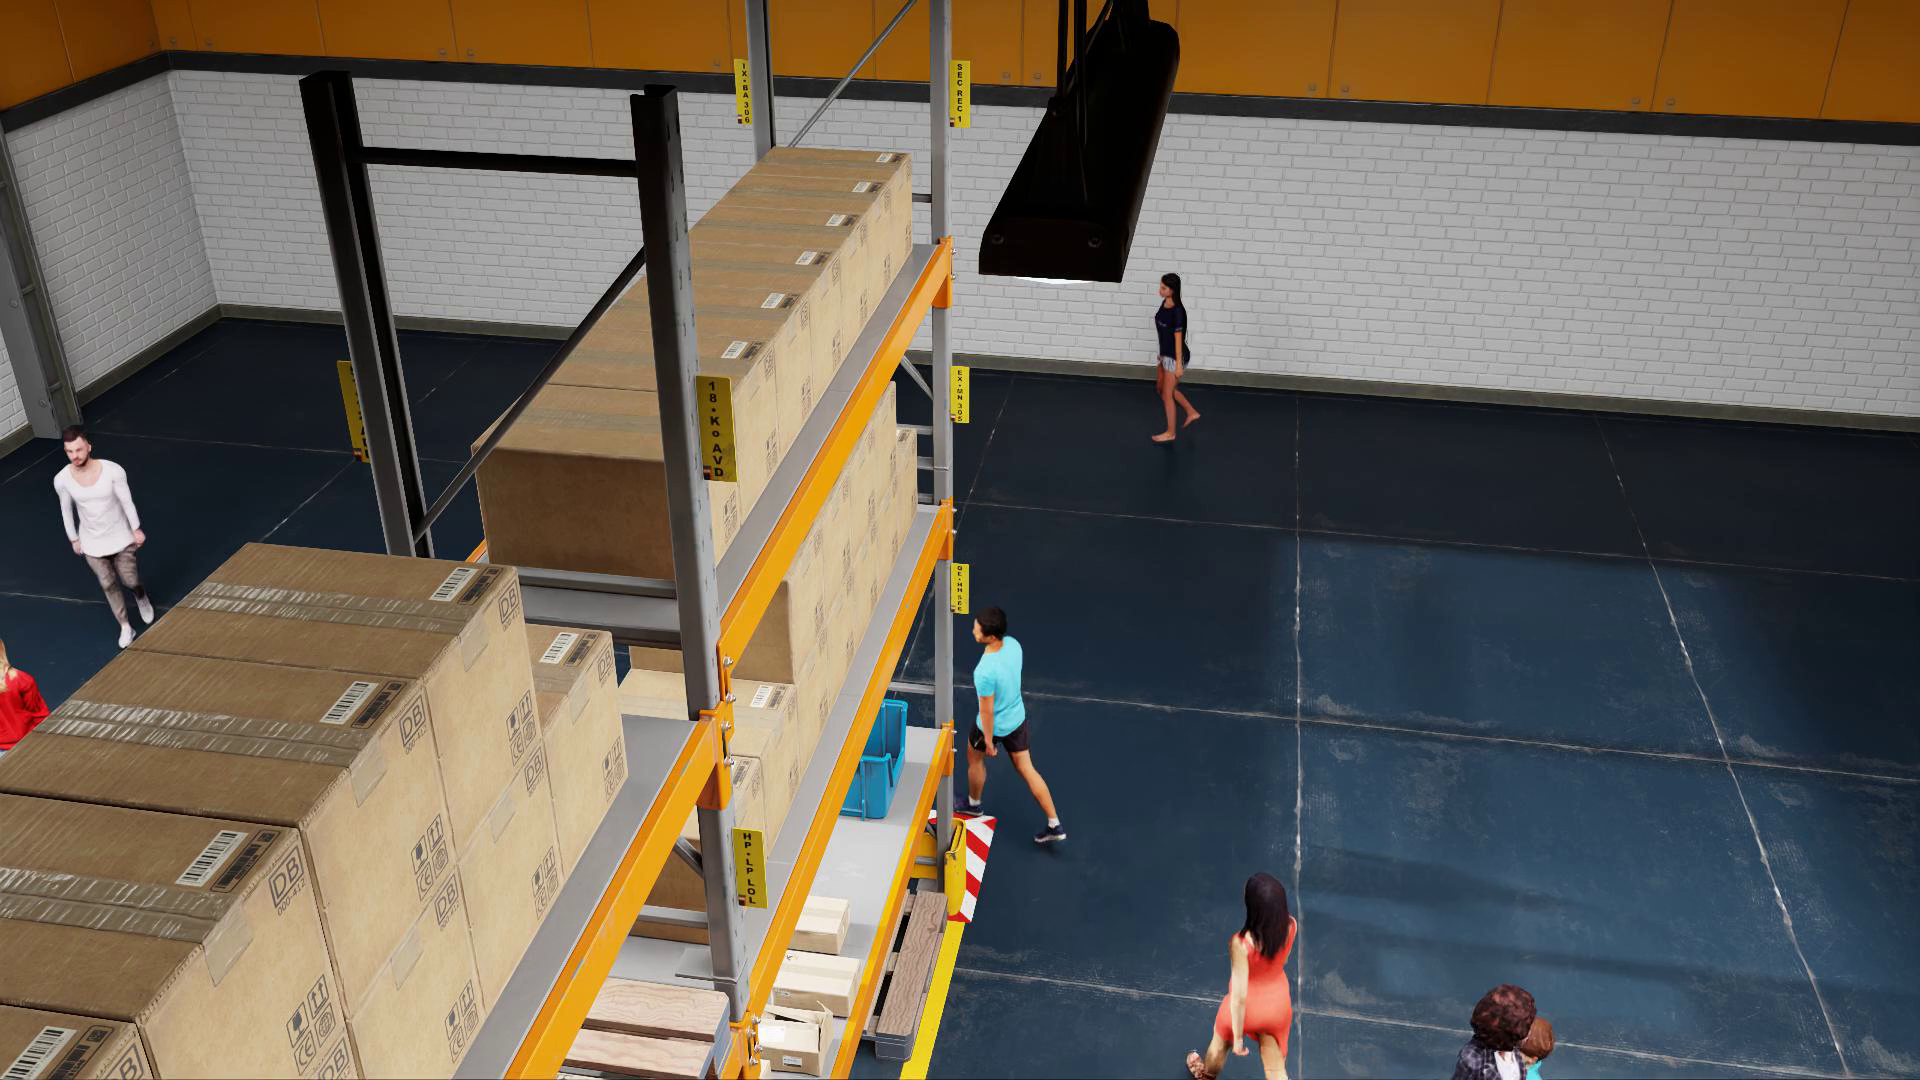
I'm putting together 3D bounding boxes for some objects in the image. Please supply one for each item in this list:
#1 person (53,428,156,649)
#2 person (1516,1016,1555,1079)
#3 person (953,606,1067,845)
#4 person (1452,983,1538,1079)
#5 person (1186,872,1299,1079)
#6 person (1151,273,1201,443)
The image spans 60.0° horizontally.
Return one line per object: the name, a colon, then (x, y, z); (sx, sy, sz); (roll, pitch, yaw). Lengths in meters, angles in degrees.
person: (-6.599, -0.065, 12.878); (0.847, 1.834, 0.907); (-8, 30, -14)
person: (2.638, 2.839, 7.956); (0.630, 1.449, 0.490); (-3, 29, -5)
person: (0.349, 1.212, 10.646); (1.068, 1.729, 1.204); (21, 35, 33)
person: (2.412, 2.727, 7.930); (0.792, 1.669, 0.856); (-15, 32, -25)
person: (1.558, 2.454, 8.426); (1.007, 1.675, 1.176); (-13, 31, -22)
person: (2.114, -1.761, 16.082); (0.805, 1.742, 0.811); (-3, 29, -6)
